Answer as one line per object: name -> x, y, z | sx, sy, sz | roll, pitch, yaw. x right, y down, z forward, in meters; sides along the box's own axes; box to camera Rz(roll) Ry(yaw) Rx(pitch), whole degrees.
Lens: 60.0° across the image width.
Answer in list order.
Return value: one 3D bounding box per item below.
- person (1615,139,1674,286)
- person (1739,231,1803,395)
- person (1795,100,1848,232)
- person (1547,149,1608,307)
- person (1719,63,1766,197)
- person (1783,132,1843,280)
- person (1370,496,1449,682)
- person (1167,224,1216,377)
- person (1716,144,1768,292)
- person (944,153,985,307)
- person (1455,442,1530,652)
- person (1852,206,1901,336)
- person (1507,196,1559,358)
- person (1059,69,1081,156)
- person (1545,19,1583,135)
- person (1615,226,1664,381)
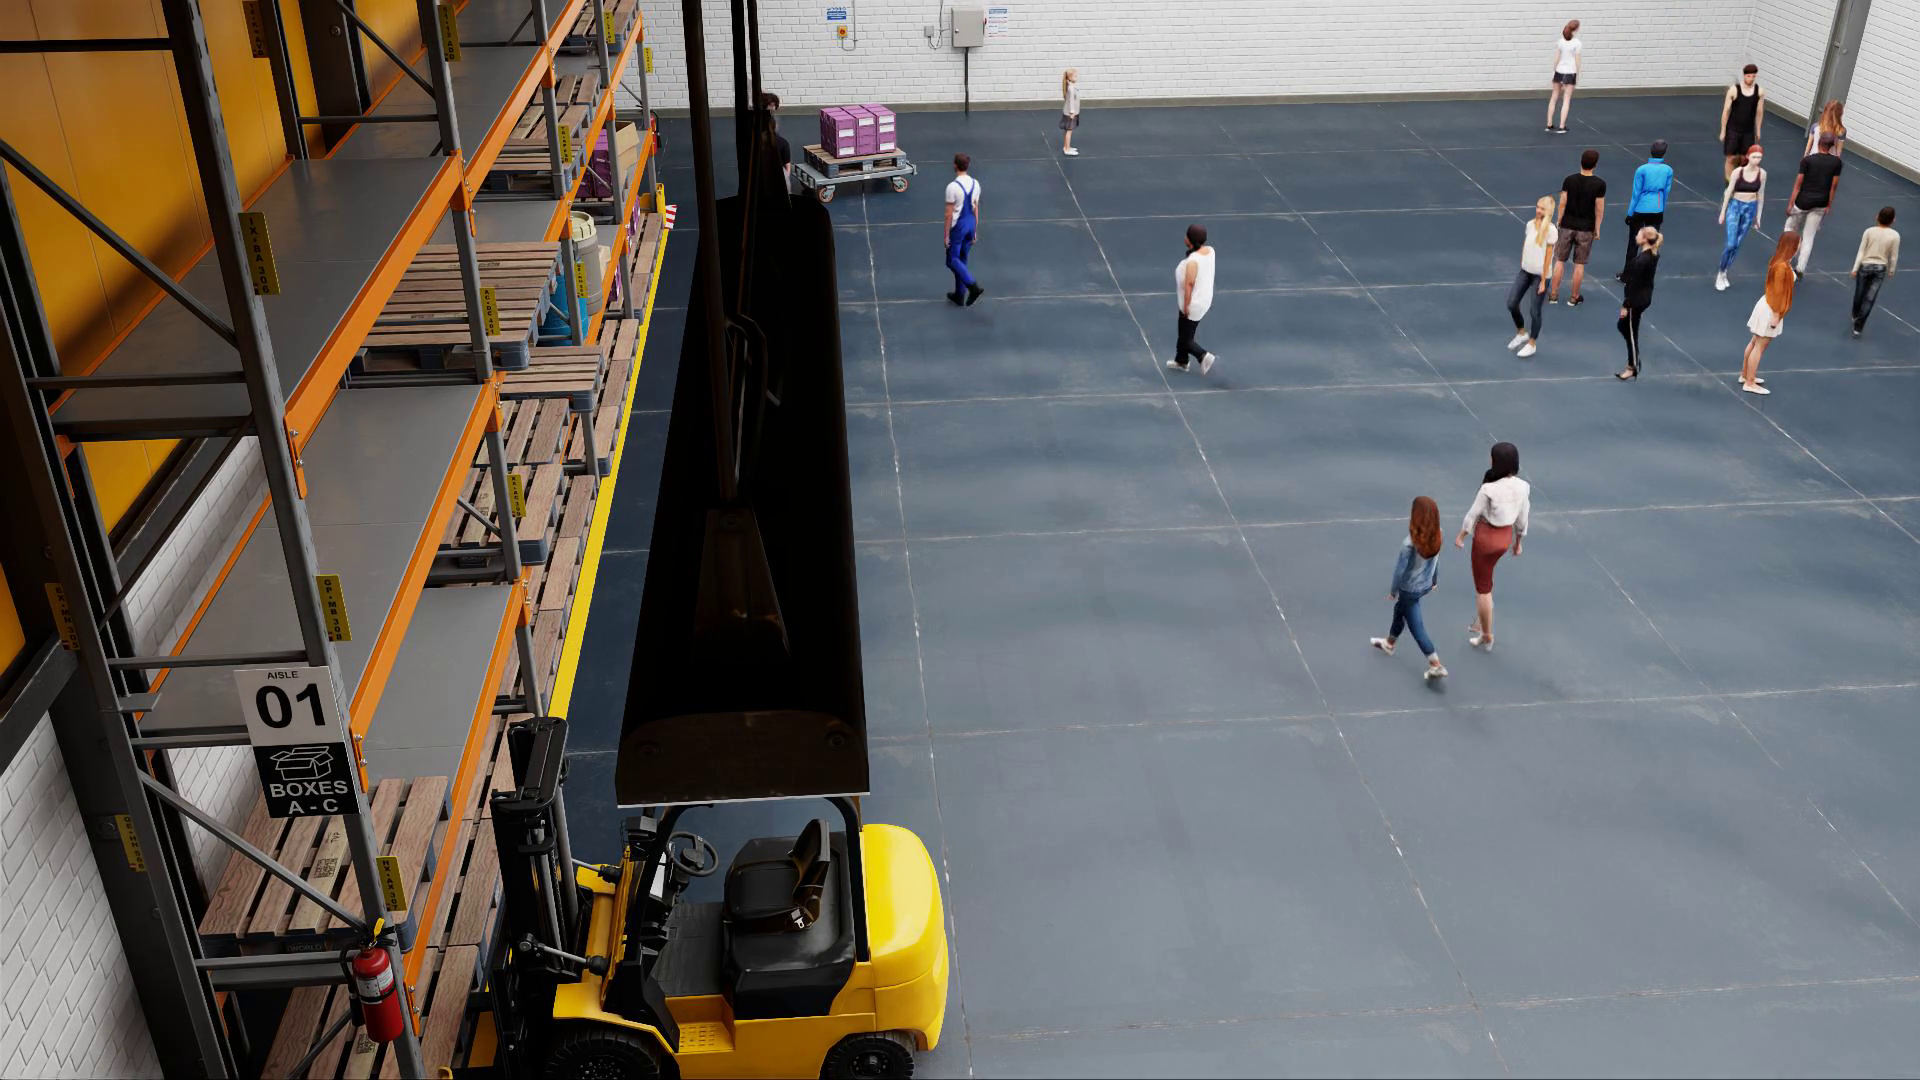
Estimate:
person -> 8.339, -3.973, 20.183 | 0.629, 1.792, 0.562 | 0, 29, 0
person -> 8.449, -2.399, 17.369 | 0.743, 1.723, 0.613 | 7, 29, 12
person -> 11.402, -4.962, 22.062 | 0.689, 1.730, 0.717 | 15, 32, 26
person -> 7.259, -3.684, 19.581 | 0.767, 1.862, 0.771 | 13, 31, 23
person -> 10.996, -5.803, 23.459 | 0.872, 1.868, 0.936 | 5, 29, 9
person -> 10.425, -4.063, 20.355 | 0.814, 1.786, 0.896 | 5, 29, 9
person -> 3.485, 0.388, 12.542 | 0.908, 1.454, 1.082 | -20, 34, -32
person -> 2.509, -2.524, 17.652 | 0.992, 1.672, 0.948 | 19, 34, 31
person -> 9.404, -3.922, 20.118 | 0.617, 1.765, 0.747 | 1, 29, 2
person -> 0.056, -3.569, 19.403 | 0.936, 1.830, 1.090 | -19, 34, -31
person -> 4.133, 0.105, 12.769 | 0.698, 1.733, 0.731 | -13, 31, -22
person -> 10.306, -3.014, 18.802 | 0.930, 1.431, 1.048 | 18, 33, 29
person -> 6.349, -2.881, 18.177 | 0.773, 1.796, 0.679 | -17, 33, -29
person -> 1.691, -6.575, 25.494 | 0.581, 1.275, 0.482 | 1, 29, 2
person -> 9.633, -7.385, 26.483 | 0.652, 1.750, 0.717 | 23, 36, 36
person -> 7.208, -2.453, 17.501 | 0.797, 1.693, 0.737 | 22, 35, 34
